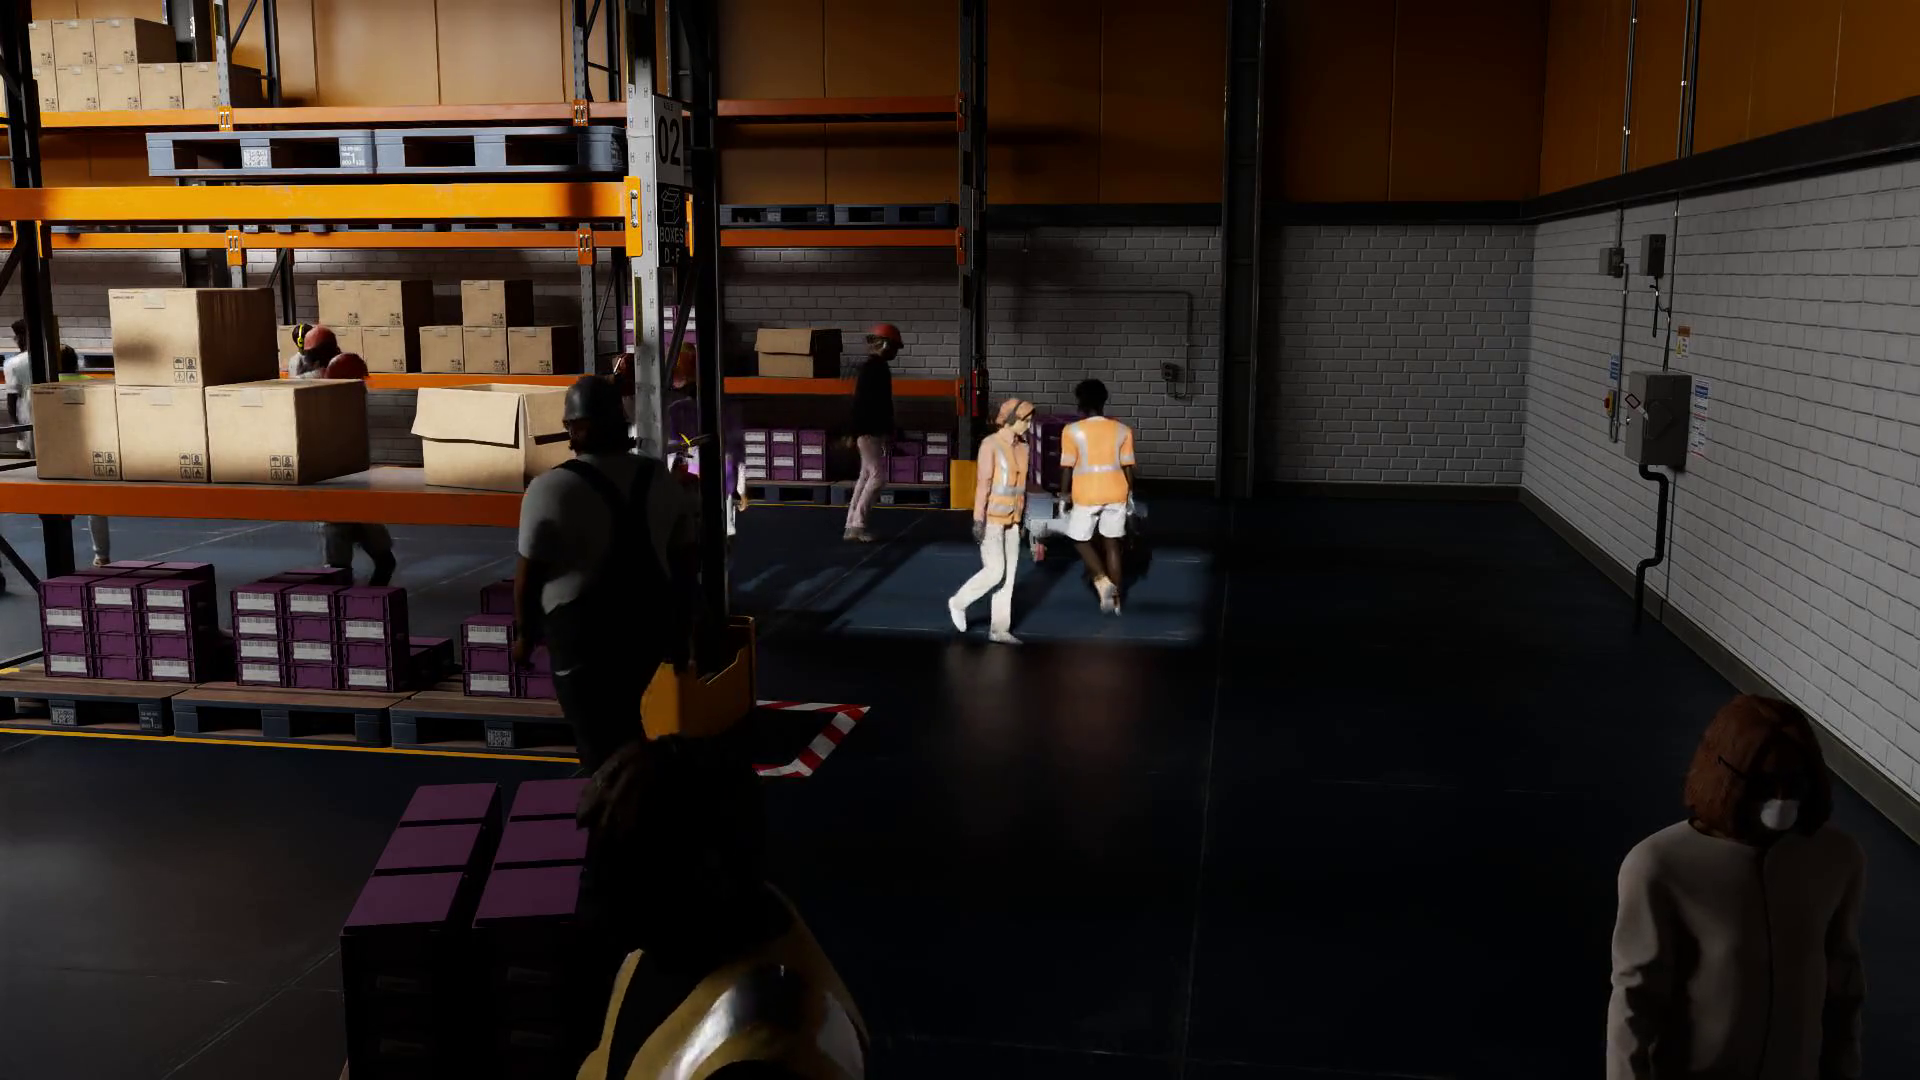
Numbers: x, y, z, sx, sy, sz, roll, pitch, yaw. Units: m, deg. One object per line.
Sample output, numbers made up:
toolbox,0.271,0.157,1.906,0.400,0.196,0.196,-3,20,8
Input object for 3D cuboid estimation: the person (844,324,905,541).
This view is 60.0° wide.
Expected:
person,-0.783,-0.952,14.865,0.596,1.947,0.636,1,9,8

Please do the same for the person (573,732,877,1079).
person,-0.312,1.143,2.275,0.436,1.822,0.649,-4,10,-22

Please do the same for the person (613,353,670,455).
person,-2.150,-0.291,10.978,0.352,1.883,0.580,7,12,38

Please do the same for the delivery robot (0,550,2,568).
delivery robot,-7.549,0.086,12.457,0.707,0.478,0.477,4,10,22

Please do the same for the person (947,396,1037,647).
person,0.215,-0.122,10.736,0.499,1.612,0.572,6,11,35

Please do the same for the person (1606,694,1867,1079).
person,1.499,1.088,3.228,0.508,1.623,0.293,-1,9,-7

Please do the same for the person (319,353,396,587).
person,-3.715,-0.191,10.250,0.583,1.913,0.551,2,9,11

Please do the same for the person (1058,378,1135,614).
person,0.979,-0.279,11.540,0.581,1.668,0.536,-3,10,-17

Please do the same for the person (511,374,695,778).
person,-1.451,0.335,6.607,0.612,2.000,0.685,9,13,44

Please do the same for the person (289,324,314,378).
person,-6.749,-1.293,17.236,0.329,1.872,0.510,-2,9,-14

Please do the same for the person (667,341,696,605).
person,-1.973,-0.452,11.847,0.378,1.922,0.593,6,11,31

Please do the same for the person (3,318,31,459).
person,-9.240,-1.248,16.703,0.492,1.947,0.636,6,11,32

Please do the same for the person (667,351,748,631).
person,-1.711,-0.319,11.196,0.585,1.897,0.369,-7,12,-37

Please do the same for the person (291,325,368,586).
person,-4.815,-0.630,12.704,0.622,2.012,0.943,-6,11,-35

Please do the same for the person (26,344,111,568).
person,-7.159,-0.656,13.411,0.631,1.836,0.429,-8,12,-39
